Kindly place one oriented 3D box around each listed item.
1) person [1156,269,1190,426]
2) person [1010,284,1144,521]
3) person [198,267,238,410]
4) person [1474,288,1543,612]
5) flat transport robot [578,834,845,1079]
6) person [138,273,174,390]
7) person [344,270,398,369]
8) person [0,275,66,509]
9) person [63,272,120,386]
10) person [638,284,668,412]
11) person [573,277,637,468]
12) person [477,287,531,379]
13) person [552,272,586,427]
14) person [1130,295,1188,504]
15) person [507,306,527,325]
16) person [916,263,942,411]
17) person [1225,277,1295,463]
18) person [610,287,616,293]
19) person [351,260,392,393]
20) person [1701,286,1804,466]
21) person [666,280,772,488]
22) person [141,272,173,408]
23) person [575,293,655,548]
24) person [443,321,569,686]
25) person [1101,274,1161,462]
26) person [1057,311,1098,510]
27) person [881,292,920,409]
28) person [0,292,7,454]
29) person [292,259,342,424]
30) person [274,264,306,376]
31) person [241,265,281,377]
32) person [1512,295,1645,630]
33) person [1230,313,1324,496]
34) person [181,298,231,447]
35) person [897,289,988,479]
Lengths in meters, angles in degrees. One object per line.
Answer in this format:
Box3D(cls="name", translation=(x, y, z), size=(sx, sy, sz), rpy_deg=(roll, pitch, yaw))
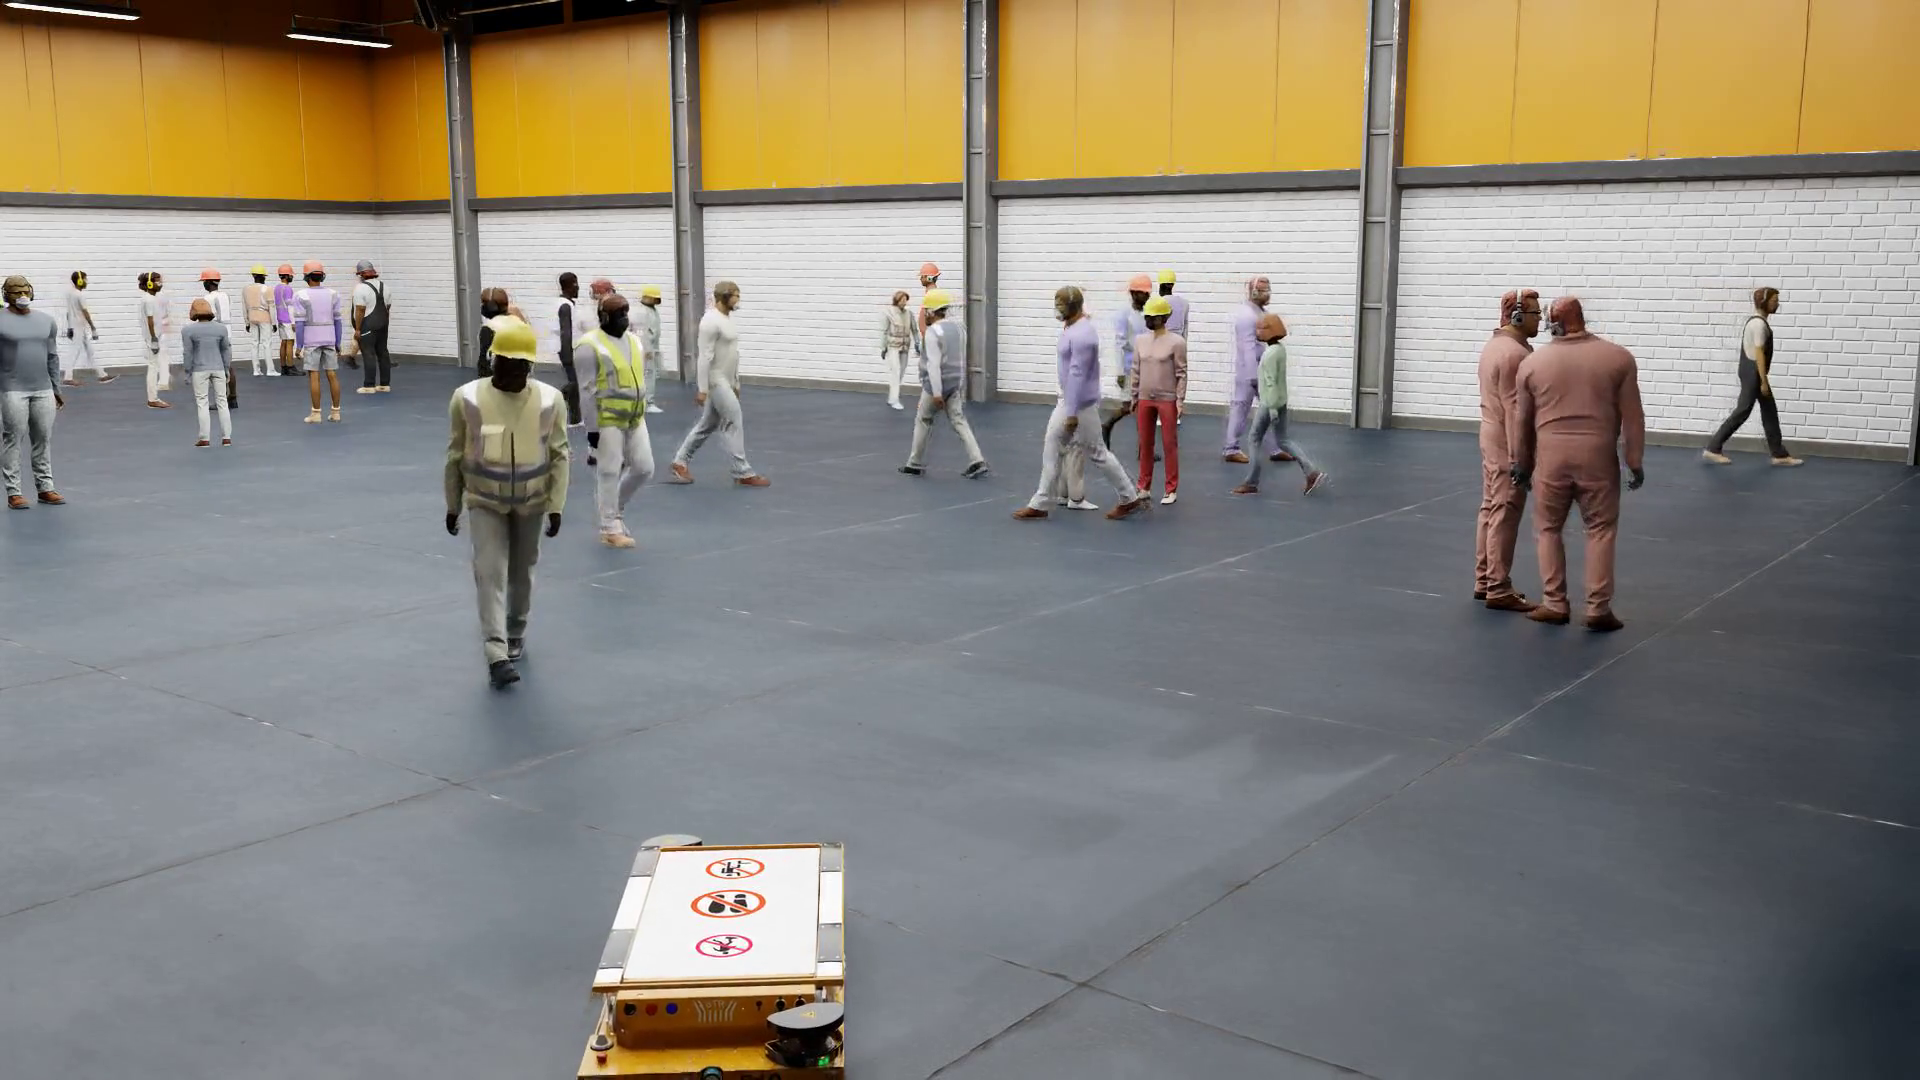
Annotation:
Box3D(cls="person", translation=(2.538, -2.358, 20.455), size=(0.588, 1.930, 0.357), rpy_deg=(-5, 11, -28))
Box3D(cls="person", translation=(0.973, -1.064, 13.090), size=(1.043, 1.886, 0.632), rpy_deg=(-1, 10, -7))
Box3D(cls="person", translation=(-10.110, -2.731, 22.604), size=(0.376, 1.935, 0.550), rpy_deg=(1, 10, 5))
Box3D(cls="person", translation=(3.296, -0.536, 9.917), size=(0.409, 1.907, 0.651), rpy_deg=(1, 10, 6))
Box3D(cls="flat transport robot", translation=(-0.659, 1.164, 4.772), size=(0.652, 0.197, 1.431), rpy_deg=(-1, 10, -4))
Box3D(cls="person", translation=(-12.507, -3.226, 25.821), size=(0.437, 1.830, 0.643), rpy_deg=(-8, 13, -39))
Box3D(cls="person", translation=(-10.966, -4.099, 30.724), size=(0.986, 1.896, 0.562), rpy_deg=(-6, 12, -33))
Box3D(cls="person", translation=(-7.802, -1.234, 13.883), size=(0.353, 1.937, 0.635), rpy_deg=(6, 12, 32))
Box3D(cls="person", translation=(-14.063, -3.397, 26.797), size=(0.562, 1.820, 0.946), rpy_deg=(10, 14, 44))
Box3D(cls="person", translation=(-4.111, -2.550, 22.204), size=(0.374, 1.718, 0.483), rpy_deg=(3, 10, 17))
Box3D(cls="person", translation=(-3.525, -1.660, 16.543), size=(0.657, 1.885, 0.688), rpy_deg=(-4, 10, -20))
Box3D(cls="person", translation=(-3.983, -1.287, 14.523), size=(0.435, 1.829, 0.643), rpy_deg=(1, 10, 9))
Box3D(cls="person", translation=(-4.770, -2.295, 20.178), size=(0.540, 1.903, 0.592), rpy_deg=(-3, 10, -14))
Box3D(cls="person", translation=(1.667, -1.180, 14.081), size=(0.528, 1.765, 0.328), rpy_deg=(7, 12, 36))
Box3D(cls="person", translation=(-4.350, -1.527, 16.580), size=(0.818, 1.601, 0.512), rpy_deg=(1, 10, 5))
Box3D(cls="person", translation=(-0.398, -2.740, 22.490), size=(0.382, 1.993, 0.622), rpy_deg=(0, 10, -2))
Box3D(cls="person", translation=(3.072, -1.690, 16.713), size=(0.860, 1.872, 0.669), rpy_deg=(4, 11, 24))
Box3D(cls="person", translation=(-4.543, -2.435, 21.585), size=(0.535, 1.697, 0.318), rpy_deg=(-2, 10, -10))
Box3D(cls="person", translation=(-9.028, -3.261, 25.386), size=(0.536, 2.000, 0.676), rpy_deg=(4, 11, 24))
Box3D(cls="person", translation=(7.935, -1.626, 16.588), size=(0.939, 1.803, 0.525), rpy_deg=(5, 11, 26))
Box3D(cls="person", translation=(-2.240, -1.422, 15.147), size=(1.013, 1.894, 0.640), rpy_deg=(2, 10, 11))
Box3D(cls="person", translation=(-11.104, -2.752, 22.938), size=(0.323, 1.865, 0.518), rpy_deg=(-5, 11, -25))
Box3D(cls="person", translation=(-2.473, -0.852, 11.966), size=(0.436, 1.831, 0.653), rpy_deg=(6, 11, 30))
Box3D(cls="person", translation=(-2.264, -0.200, 8.347), size=(0.604, 1.784, 0.853), rpy_deg=(-4, 11, -22))
Box3D(cls="person", translation=(1.760, -1.770, 17.076), size=(0.561, 1.919, 0.724), rpy_deg=(-7, 12, -35))
Box3D(cls="person", translation=(0.964, -1.065, 13.797), size=(0.310, 1.643, 0.525), rpy_deg=(-3, 10, -16))
Box3D(cls="person", translation=(-0.870, -2.610, 22.912), size=(0.536, 1.613, 0.598), rpy_deg=(-8, 13, -39))
Box3D(cls="person", translation=(-9.844, -1.664, 16.953), size=(0.550, 1.733, 0.401), rpy_deg=(4, 10, 21))
Box3D(cls="person", translation=(-8.015, -2.466, 20.757), size=(0.376, 2.044, 0.607), rpy_deg=(9, 13, 42))
Box3D(cls="person", translation=(-11.683, -3.817, 28.923), size=(0.543, 1.939, 0.360), rpy_deg=(9, 14, 44))
Box3D(cls="person", translation=(-12.101, -3.783, 28.778), size=(0.585, 1.921, 0.383), rpy_deg=(2, 10, 10))
Box3D(cls="person", translation=(3.489, -0.431, 9.413), size=(0.714, 1.881, 0.451), rpy_deg=(4, 11, 23))
Box3D(cls="person", translation=(2.790, -1.177, 14.526), size=(0.747, 1.606, 0.495), rpy_deg=(6, 11, 29))
Box3D(cls="person", translation=(-8.256, -1.831, 18.247), size=(0.497, 1.633, 0.286), rpy_deg=(-9, 13, -42))
Box3D(cls="person", translation=(-0.144, -1.460, 15.655), size=(0.928, 1.794, 0.585), rpy_deg=(6, 12, 32))
